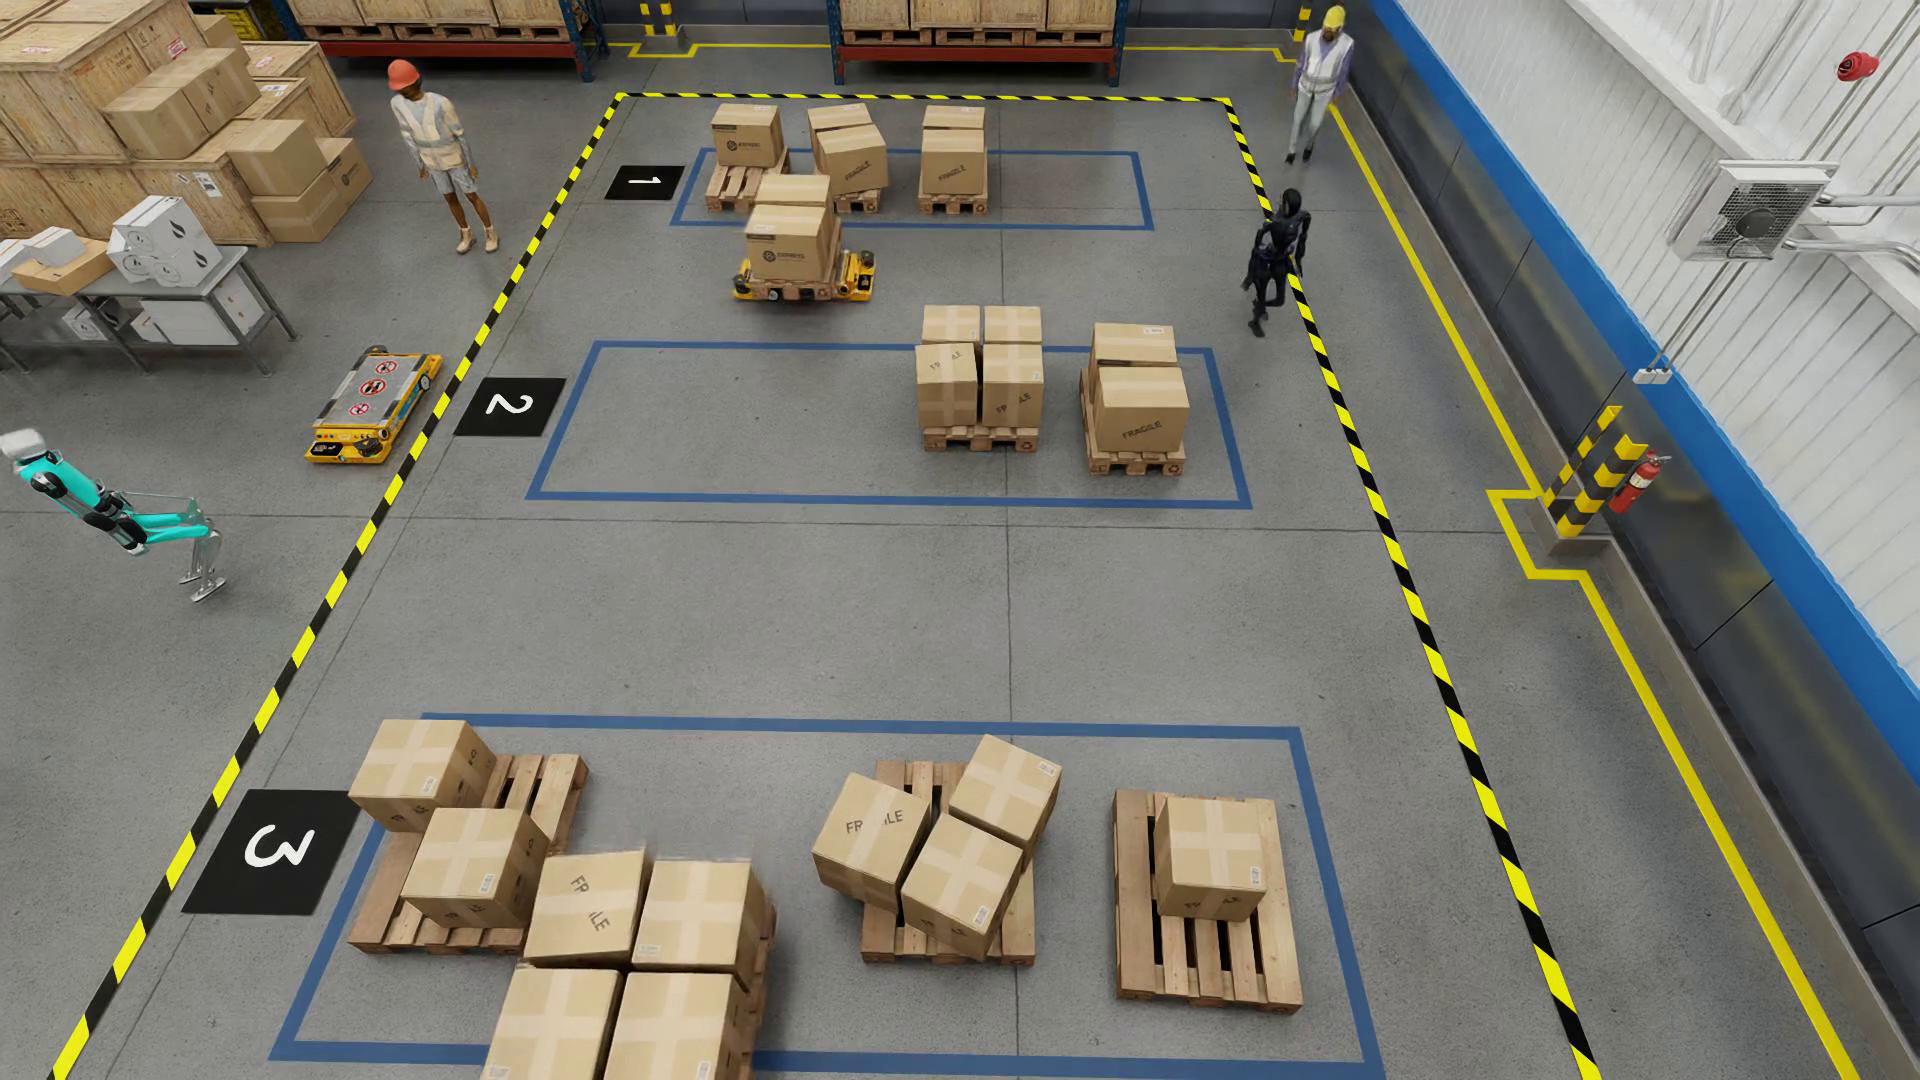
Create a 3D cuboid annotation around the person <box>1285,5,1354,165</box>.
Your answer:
[{"bbox_3d":[4.211,-5.349,10.874,0.618,1.820,0.432,21,53,17],"label":"person"}]

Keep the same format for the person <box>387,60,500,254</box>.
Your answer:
[{"bbox_3d":[-5.376,-3.936,9.538,0.613,2.039,0.384,-1,50,-1],"label":"person"}]

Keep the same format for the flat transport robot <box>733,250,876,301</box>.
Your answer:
[{"bbox_3d":[-1.642,-2.826,9.740,1.431,0.197,0.652,1,50,1],"label":"flat transport robot"}]

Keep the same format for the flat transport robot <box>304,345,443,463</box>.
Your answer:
[{"bbox_3d":[-5.383,-1.269,8.441,0.659,0.231,1.431,1,50,1],"label":"flat transport robot"}]

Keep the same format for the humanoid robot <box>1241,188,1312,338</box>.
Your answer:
[{"bbox_3d":[2.958,-2.641,8.686,0.630,1.623,0.515,-13,51,-10],"label":"humanoid robot"}]

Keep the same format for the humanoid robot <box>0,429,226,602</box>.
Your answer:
[{"bbox_3d":[-5.798,-0.233,6.512,0.735,1.681,0.533,-36,58,-26],"label":"humanoid robot"}]
